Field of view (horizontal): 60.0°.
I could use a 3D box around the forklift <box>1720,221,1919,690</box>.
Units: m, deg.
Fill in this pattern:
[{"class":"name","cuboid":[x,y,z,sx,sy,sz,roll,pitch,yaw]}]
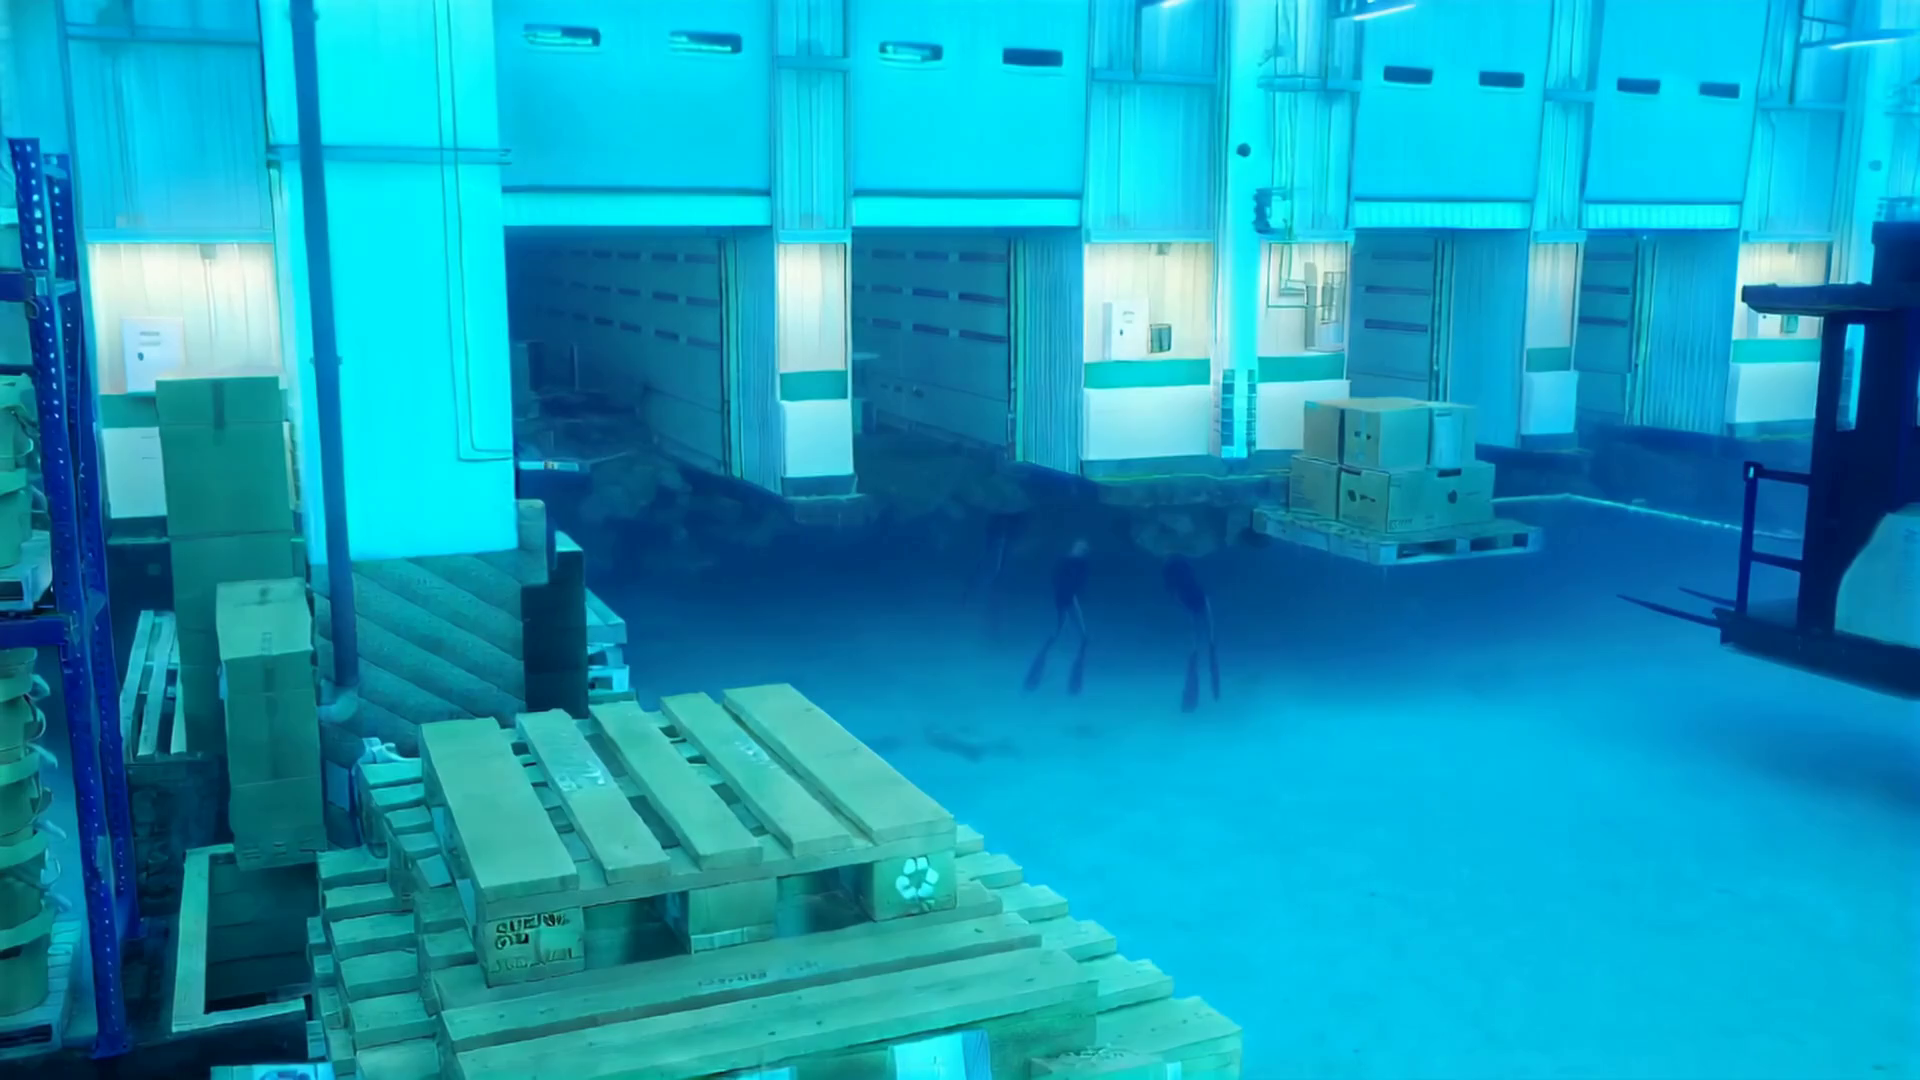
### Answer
[{"class":"forklift","cuboid":[5.949,-0.550,10.218,1.129,2.768,1.873,-4,11,-23]}]
